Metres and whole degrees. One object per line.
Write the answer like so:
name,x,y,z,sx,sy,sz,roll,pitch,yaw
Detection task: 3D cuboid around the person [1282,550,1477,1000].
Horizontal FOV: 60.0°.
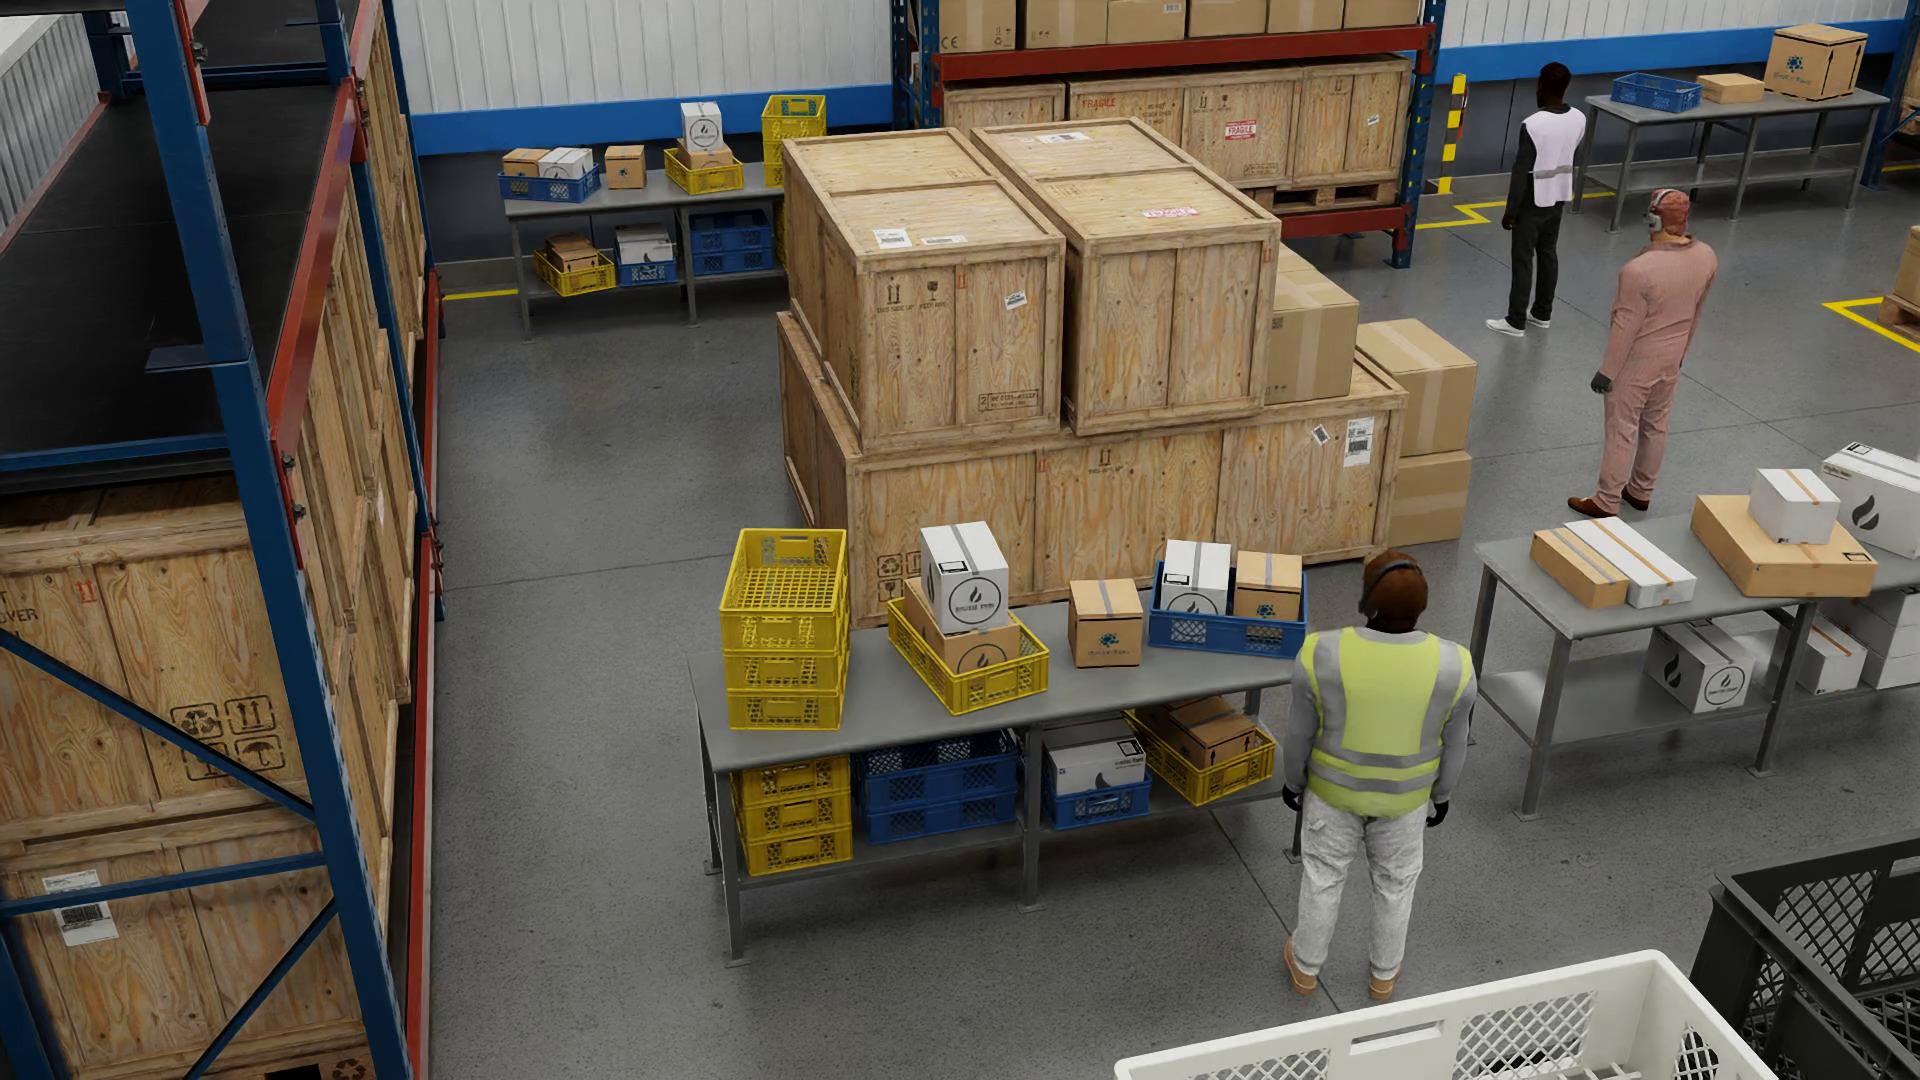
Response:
person,1.448,0.859,5.910,0.625,1.847,0.429,4,29,7

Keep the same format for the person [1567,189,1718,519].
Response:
person,3.786,-1.014,9.254,0.639,1.902,0.407,-14,32,-24

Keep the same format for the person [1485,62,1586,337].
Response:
person,4.101,-2.391,11.748,0.585,1.910,0.388,-18,34,-29
